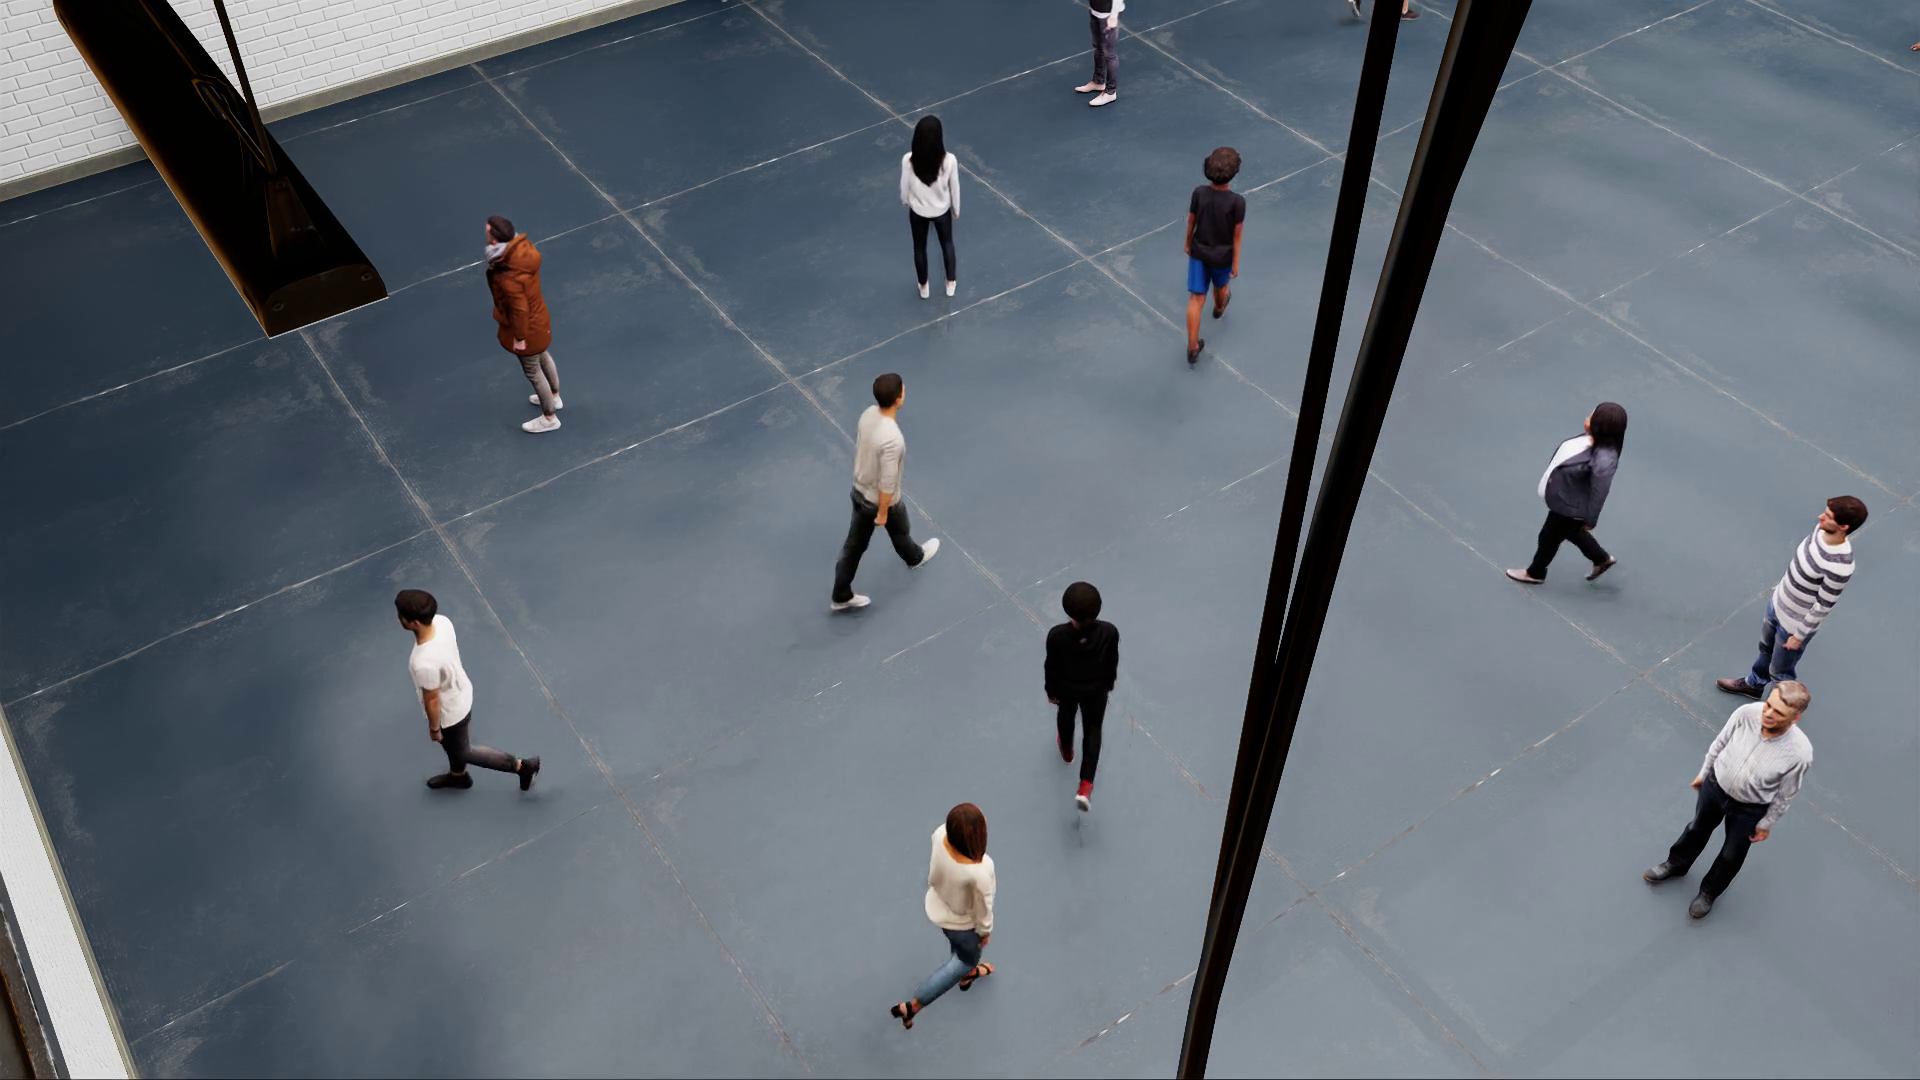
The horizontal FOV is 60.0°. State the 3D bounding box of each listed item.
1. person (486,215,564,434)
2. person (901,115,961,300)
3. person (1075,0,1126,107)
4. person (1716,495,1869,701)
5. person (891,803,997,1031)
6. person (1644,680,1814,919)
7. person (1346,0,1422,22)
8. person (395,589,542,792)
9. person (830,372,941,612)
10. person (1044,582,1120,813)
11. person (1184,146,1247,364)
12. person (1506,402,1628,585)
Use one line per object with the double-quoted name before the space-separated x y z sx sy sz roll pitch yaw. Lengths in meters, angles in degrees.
"person" -3.210 -1.615 12.334 0.878 1.837 0.839 1 44 1
"person" -0.256 -2.668 13.539 0.705 1.698 0.800 -2 44 -2
"person" 1.396 -5.077 15.978 0.688 1.822 0.744 -14 45 -14
"person" 5.130 0.433 10.170 0.764 1.854 0.715 5 44 6
"person" -0.081 1.978 8.690 0.915 1.660 0.626 -25 49 -24
"person" 4.306 1.402 9.179 0.547 1.820 0.645 -25 49 -24
"person" 4.492 -6.175 17.216 1.144 1.704 0.845 -9 44 -10
"person" -2.928 0.940 9.748 1.079 1.703 0.917 -3 44 -3
"person" -0.622 -0.233 10.950 1.148 1.743 0.664 -23 48 -22
"person" 0.724 0.919 9.810 1.015 1.650 1.018 1 44 1
"person" 1.944 -2.183 12.998 1.051 1.743 1.228 15 46 15
"person" 4.193 -0.265 11.103 1.039 1.578 1.005 11 45 11
